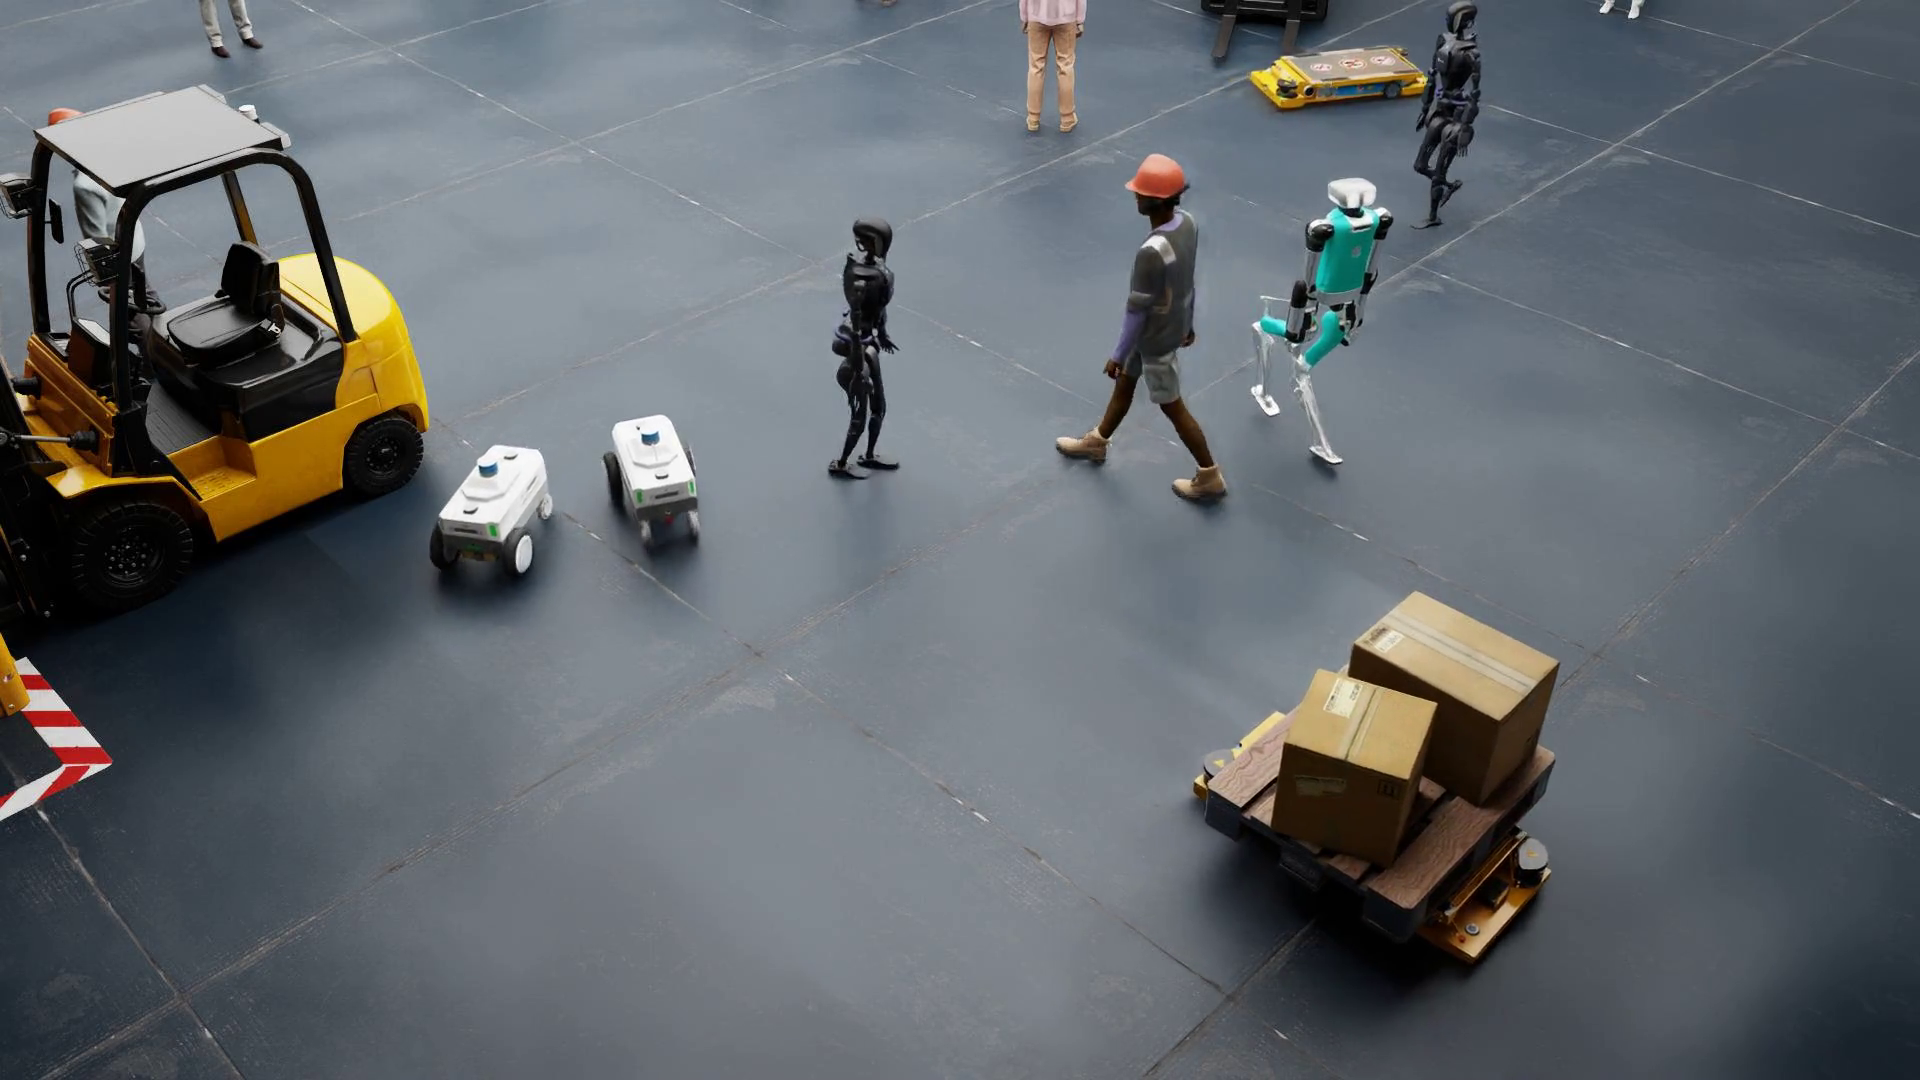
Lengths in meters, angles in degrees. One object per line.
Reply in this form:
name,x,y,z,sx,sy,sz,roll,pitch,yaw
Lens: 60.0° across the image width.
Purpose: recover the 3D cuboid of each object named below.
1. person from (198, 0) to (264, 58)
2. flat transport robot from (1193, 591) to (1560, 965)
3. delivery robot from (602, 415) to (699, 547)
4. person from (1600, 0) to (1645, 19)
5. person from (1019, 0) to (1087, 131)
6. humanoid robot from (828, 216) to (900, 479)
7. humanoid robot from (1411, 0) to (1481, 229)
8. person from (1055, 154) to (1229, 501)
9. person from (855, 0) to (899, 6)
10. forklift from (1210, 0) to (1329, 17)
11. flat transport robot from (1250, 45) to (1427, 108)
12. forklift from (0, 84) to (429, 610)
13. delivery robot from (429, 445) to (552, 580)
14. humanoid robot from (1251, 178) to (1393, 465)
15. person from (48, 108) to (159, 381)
person,-6.604,-5.180,14.678,0.388,1.776,0.539,29,46,33
flat transport robot,1.804,1.243,7.333,1.431,0.231,0.659,30,46,34
delivery robot,-1.702,-0.372,9.268,0.499,0.609,0.813,-12,39,-16
person,6.348,-5.711,15.499,0.513,1.634,0.312,23,42,28
person,0.736,-4.137,13.268,0.535,1.781,0.400,4,37,6
humanoid robot,-0.558,-1.065,9.252,0.403,1.643,0.588,7,37,9
humanoid robot,3.547,-3.028,11.883,0.477,1.644,0.608,-13,39,-16
person,1.088,-1.146,9.106,1.085,1.985,0.624,15,39,19
person,-0.845,-6.070,15.742,0.627,1.927,0.376,20,41,24
forklift,3.106,-6.400,15.960,1.214,2.155,2.313,8,37,10
flat transport robot,3.301,-3.994,14.343,1.431,0.231,0.659,-9,38,-12
forklift,-4.145,-1.093,8.856,2.313,2.155,1.214,-31,47,-34
delivery robot,-2.517,-0.165,8.989,0.499,0.608,0.801,7,37,9
humanoid robot,1.996,-1.341,9.602,0.551,1.753,1.042,-16,40,-20
person,-5.188,-1.800,10.178,0.351,1.739,0.572,-4,37,-6
